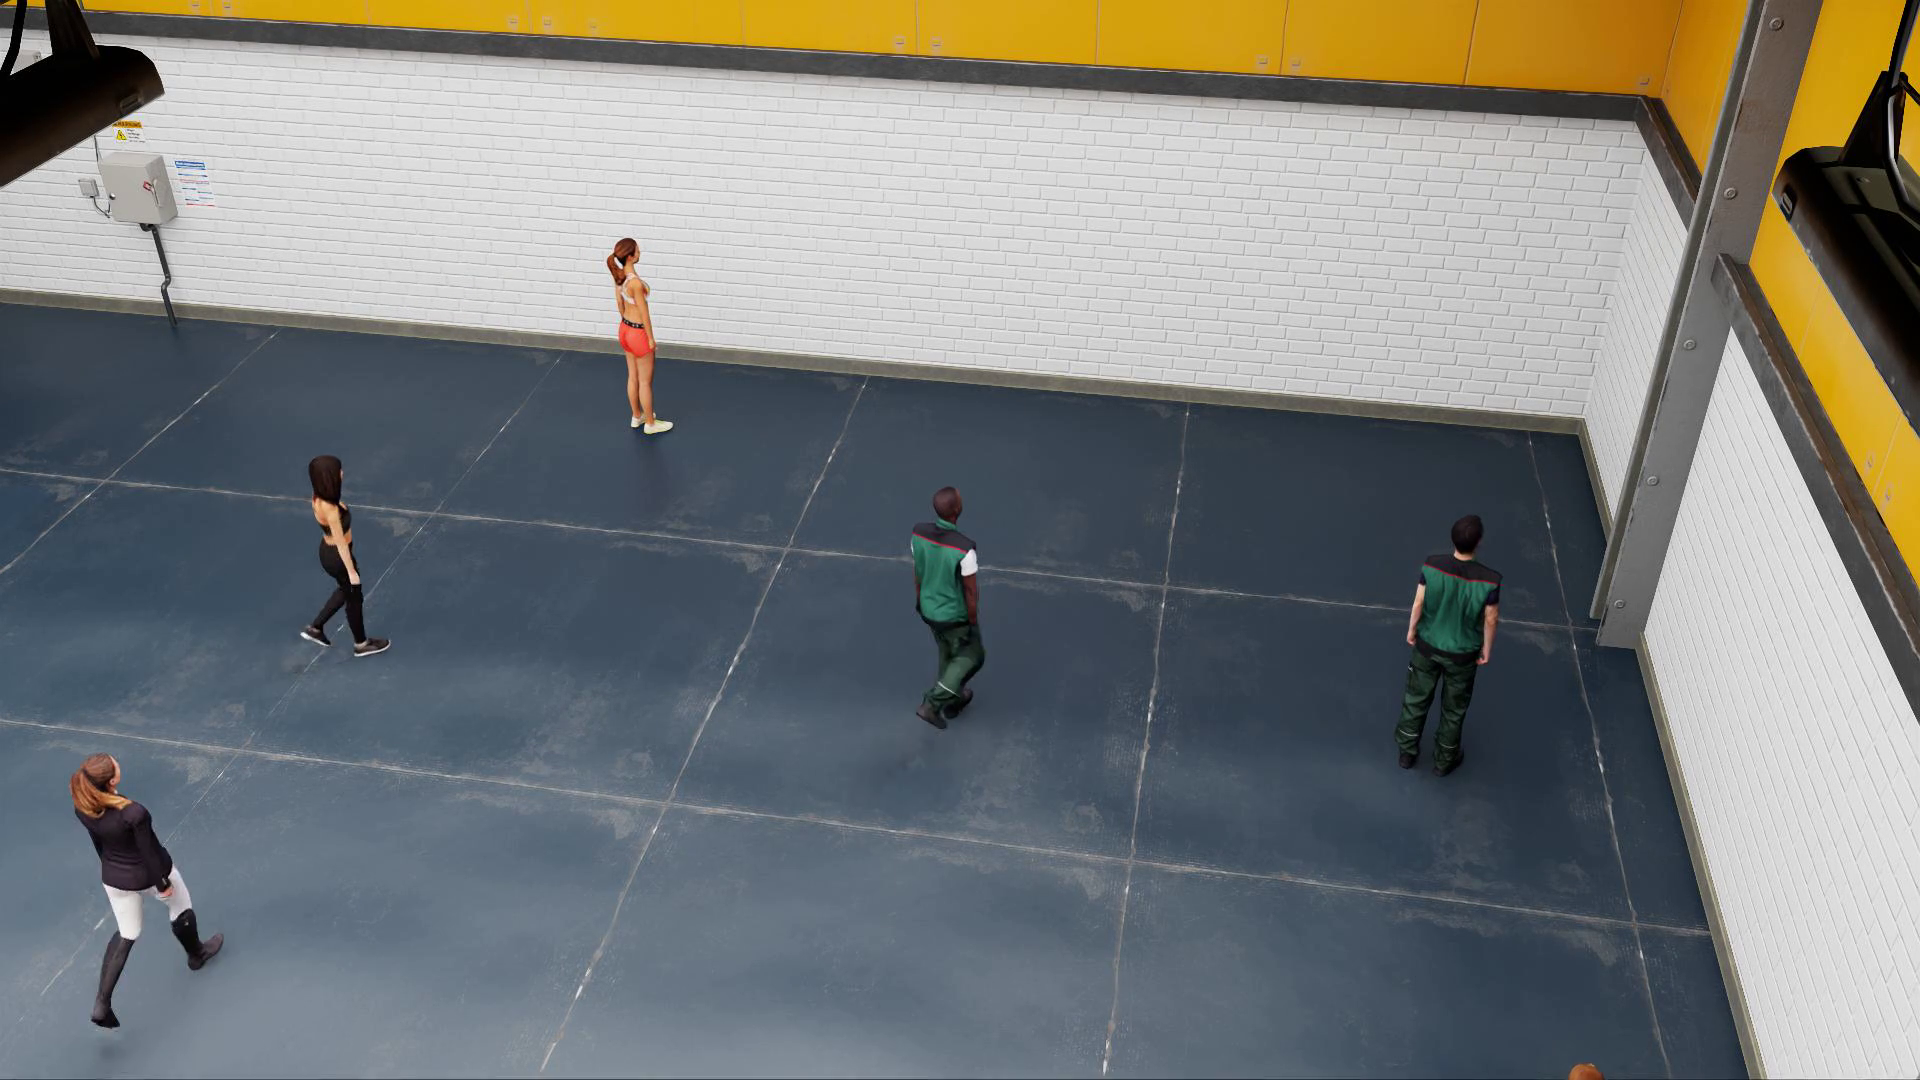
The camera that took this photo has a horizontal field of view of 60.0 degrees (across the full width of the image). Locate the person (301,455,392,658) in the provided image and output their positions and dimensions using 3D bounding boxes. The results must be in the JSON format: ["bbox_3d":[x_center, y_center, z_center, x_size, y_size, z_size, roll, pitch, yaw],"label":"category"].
[{"bbox_3d":[-4.414,0.161,11.604,0.877,1.631,0.837,-18,38,-25],"label":"person"}]

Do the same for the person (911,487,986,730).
[{"bbox_3d":[-0.119,0.503,10.914,0.923,1.825,1.020,26,41,33],"label":"person"}]

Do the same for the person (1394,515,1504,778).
[{"bbox_3d":[3.104,0.672,10.594,0.746,1.898,0.678,16,37,22],"label":"person"}]

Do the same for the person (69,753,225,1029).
[{"bbox_3d":[-4.477,1.889,8.939,0.626,1.704,1.124,9,35,13],"label":"person"}]

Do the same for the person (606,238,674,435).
[{"bbox_3d":[-2.792,-1.758,14.347,0.728,1.791,0.679,-26,41,-33],"label":"person"}]
